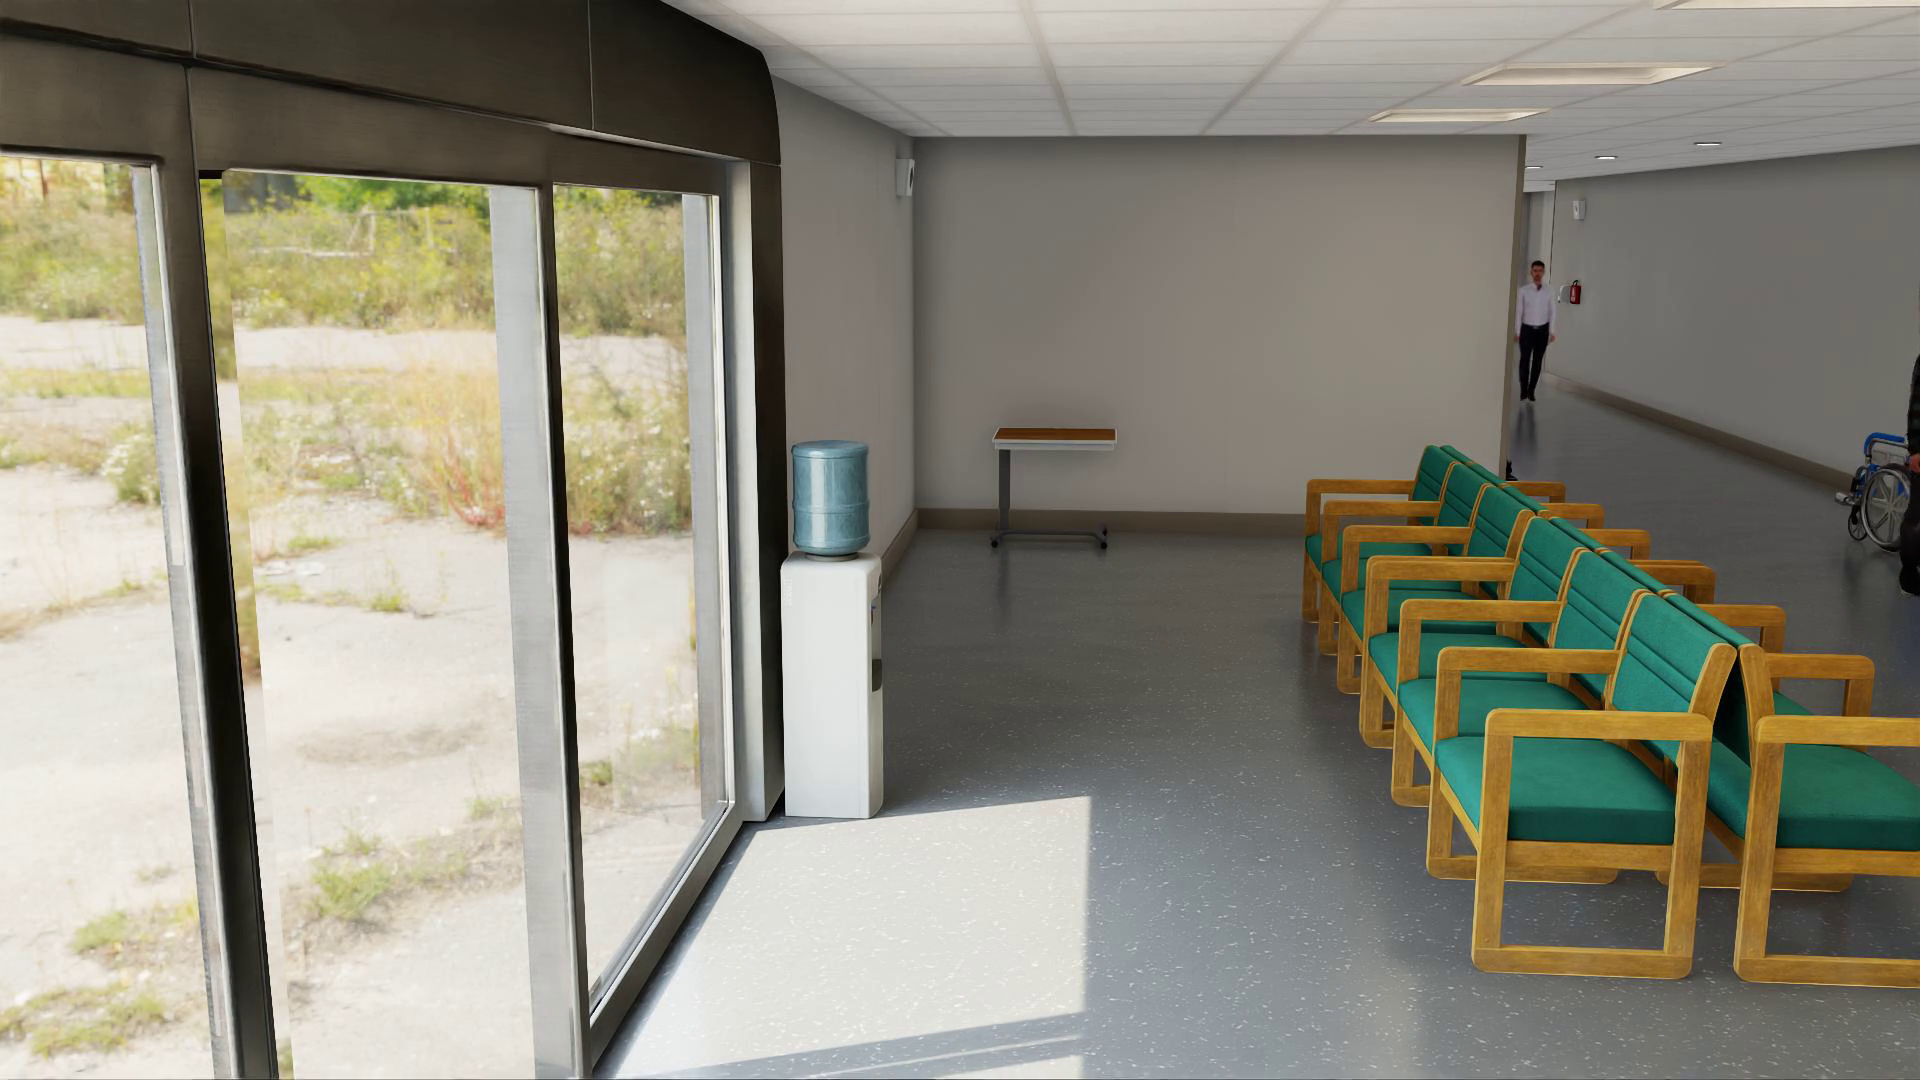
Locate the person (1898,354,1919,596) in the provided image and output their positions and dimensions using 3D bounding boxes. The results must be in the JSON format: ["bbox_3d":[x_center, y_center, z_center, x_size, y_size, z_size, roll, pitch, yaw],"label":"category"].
[{"bbox_3d":[5.171,-0.474,8.728,1.111,1.677,0.860,3,11,15],"label":"person"}]

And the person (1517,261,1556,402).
[{"bbox_3d":[7.630,-2.768,22.085,0.911,1.848,0.726,2,11,9],"label":"person"}]
